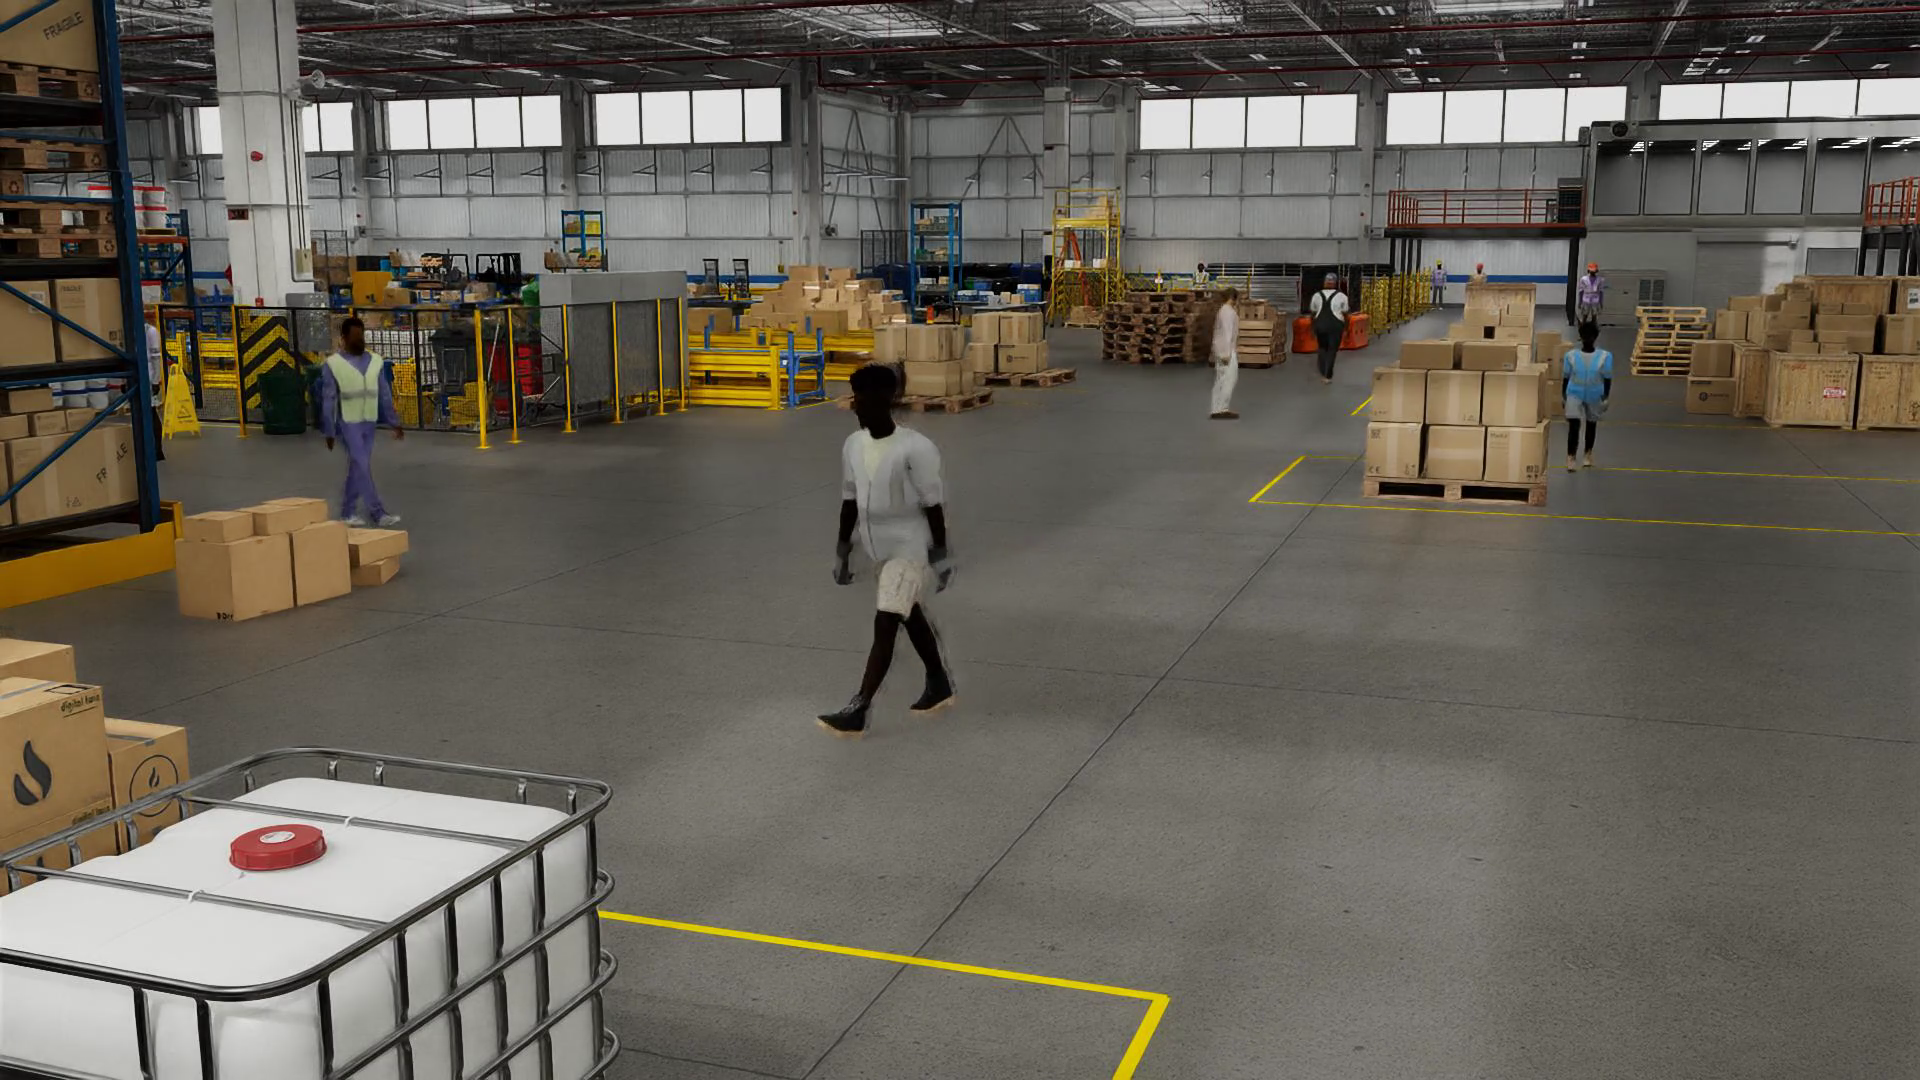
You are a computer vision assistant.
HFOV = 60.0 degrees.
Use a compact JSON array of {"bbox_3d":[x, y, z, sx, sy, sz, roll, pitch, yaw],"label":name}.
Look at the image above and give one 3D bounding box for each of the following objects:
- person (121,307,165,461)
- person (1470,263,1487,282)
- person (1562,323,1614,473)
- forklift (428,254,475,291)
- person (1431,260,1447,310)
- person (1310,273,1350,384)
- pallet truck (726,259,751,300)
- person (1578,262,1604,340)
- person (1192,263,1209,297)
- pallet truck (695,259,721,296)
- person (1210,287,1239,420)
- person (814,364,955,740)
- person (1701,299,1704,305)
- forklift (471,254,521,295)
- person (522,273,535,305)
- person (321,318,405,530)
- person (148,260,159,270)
[{"bbox_3d":[-9.493,-1.857,19.199,0.554,1.933,0.381,3,11,19],"label":"person"},{"bbox_3d":[17.549,-8.423,56.355,0.545,1.883,1.003,0,10,0],"label":"person"},{"bbox_3d":[6.984,-1.601,18.548,0.539,1.653,0.845,4,11,21],"label":"person"},{"bbox_3d":[-20.133,-10.254,65.465,1.157,1.987,2.680,3,11,19],"label":"forklift"},{"bbox_3d":[18.421,-9.813,64.019,0.595,1.925,0.371,3,11,19],"label":"person"},{"bbox_3d":[6.720,-3.848,30.105,0.682,2.000,1.022,6,12,31],"label":"person"},{"bbox_3d":[-7.986,-9.493,62.019,0.823,1.965,1.885,3,11,17],"label":"pallet truck"},{"bbox_3d":[16.579,-6.262,43.700,0.616,2.040,0.383,3,11,19],"label":"person"},{"bbox_3d":[8.233,-8.546,57.003,0.587,1.883,0.342,3,11,19],"label":"person"},{"bbox_3d":[-9.165,-9.627,62.776,0.823,1.965,1.885,4,11,23],"label":"pallet truck"},{"bbox_3d":[3.814,-2.677,23.900,0.457,1.906,0.671,0,10,0],"label":"person"},{"bbox_3d":[-0.370,0.043,8.576,1.023,1.901,0.610,-10,14,-43],"label":"person"},{"bbox_3d":[22.646,-7.444,50.853,0.565,1.865,0.333,4,11,19],"label":"person"},{"bbox_3d":[-17.990,-10.121,64.684,1.157,1.987,2.680,3,11,17],"label":"forklift"},{"bbox_3d":[-10.405,-5.528,40.163,0.532,1.839,0.909,7,12,34],"label":"person"},{"bbox_3d":[-5.224,-1.004,14.590,0.994,1.868,0.595,6,12,31],"label":"person"},{"bbox_3d":[-33.399,-10.654,68.722,1.016,1.947,0.633,8,13,39],"label":"person"}]
